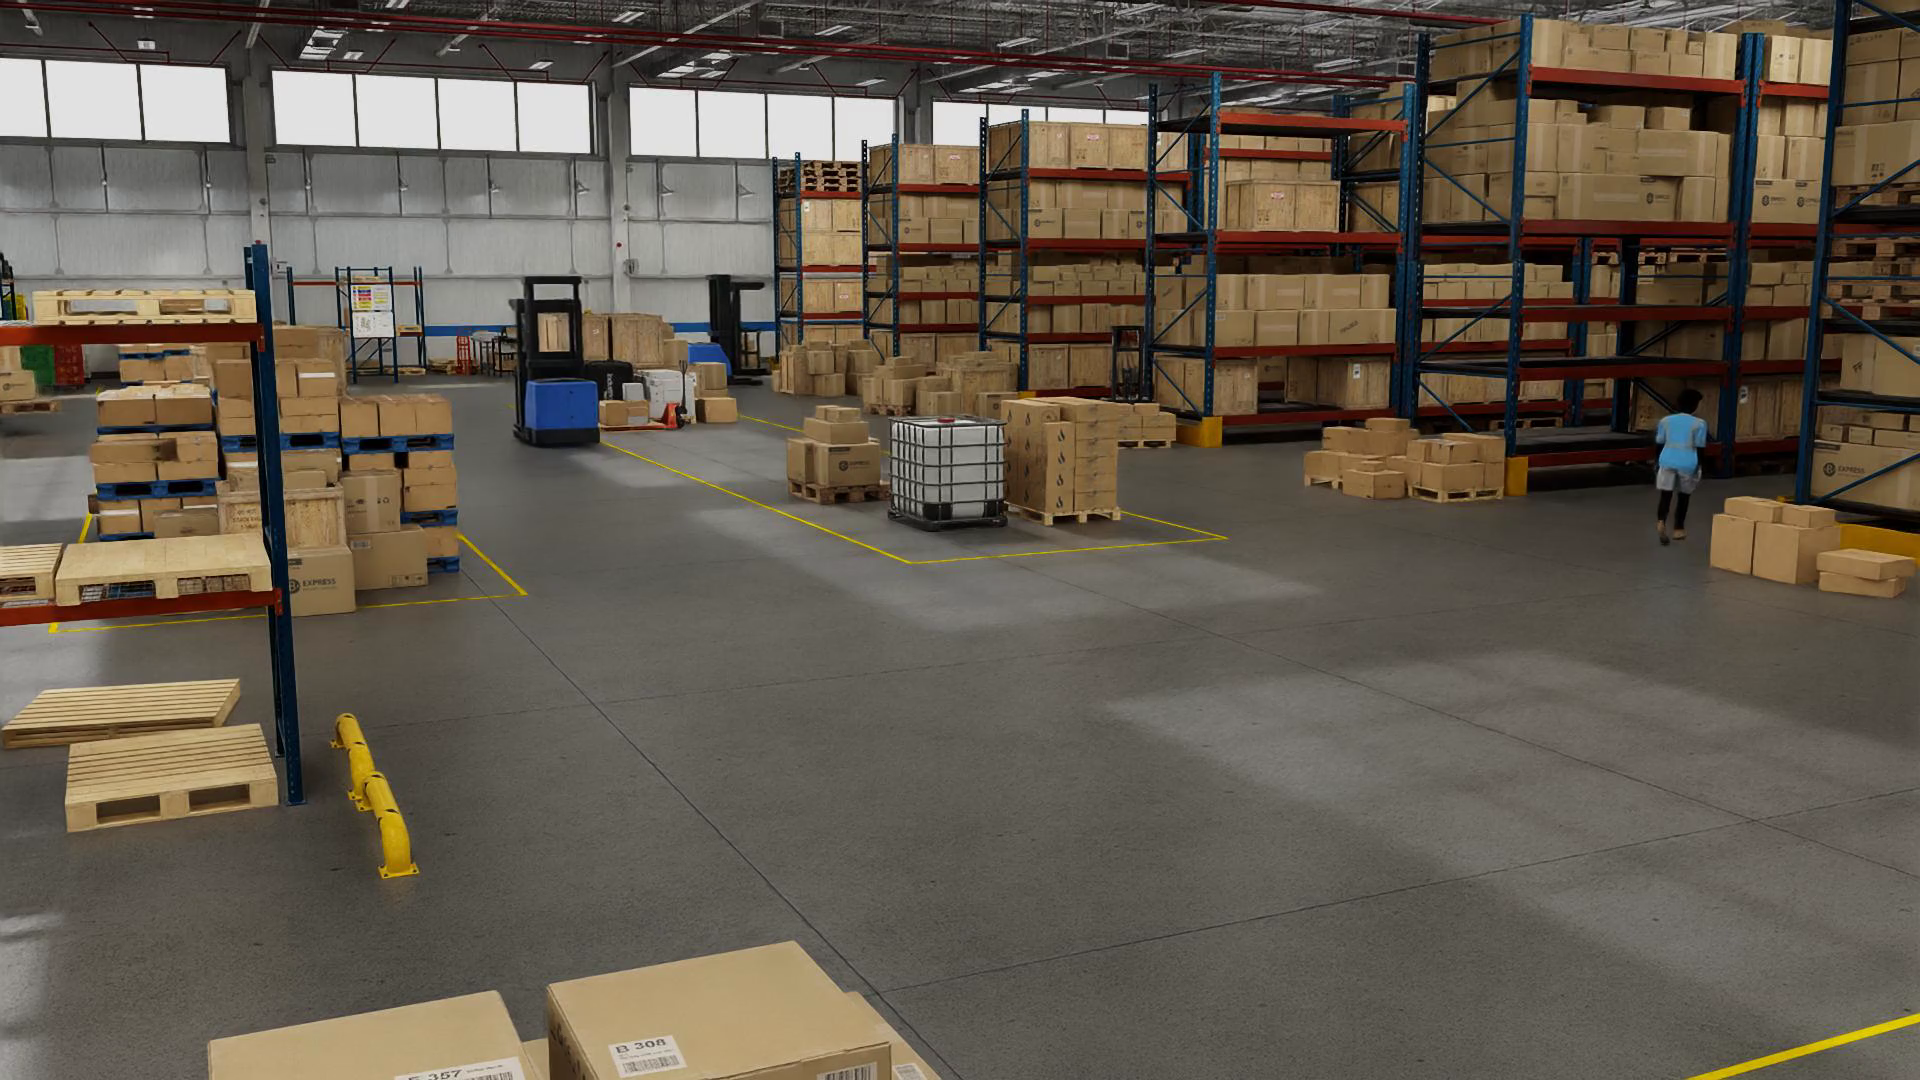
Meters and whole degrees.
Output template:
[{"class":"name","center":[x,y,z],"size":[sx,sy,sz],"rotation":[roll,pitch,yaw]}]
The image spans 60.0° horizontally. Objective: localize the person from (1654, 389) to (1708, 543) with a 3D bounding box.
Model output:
[{"class":"person","center":[7.648,-0.780,17.740],"size":[0.537,1.659,0.761],"rotation":[7,12,39]}]

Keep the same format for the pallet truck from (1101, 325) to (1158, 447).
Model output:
[{"class":"pallet truck","center":[2.881,-2.596,27.923],"size":[0.823,1.965,1.885],"rotation":[-1,9,-7]}]

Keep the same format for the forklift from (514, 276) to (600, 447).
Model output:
[{"class":"forklift","center":[-6.815,-3.042,27.962],"size":[1.129,2.768,1.873],"rotation":[-4,10,-25]}]

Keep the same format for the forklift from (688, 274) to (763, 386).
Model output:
[{"class":"forklift","center":[-6.046,-5.270,41.786],"size":[1.873,2.768,1.129],"rotation":[-4,10,-25]}]
